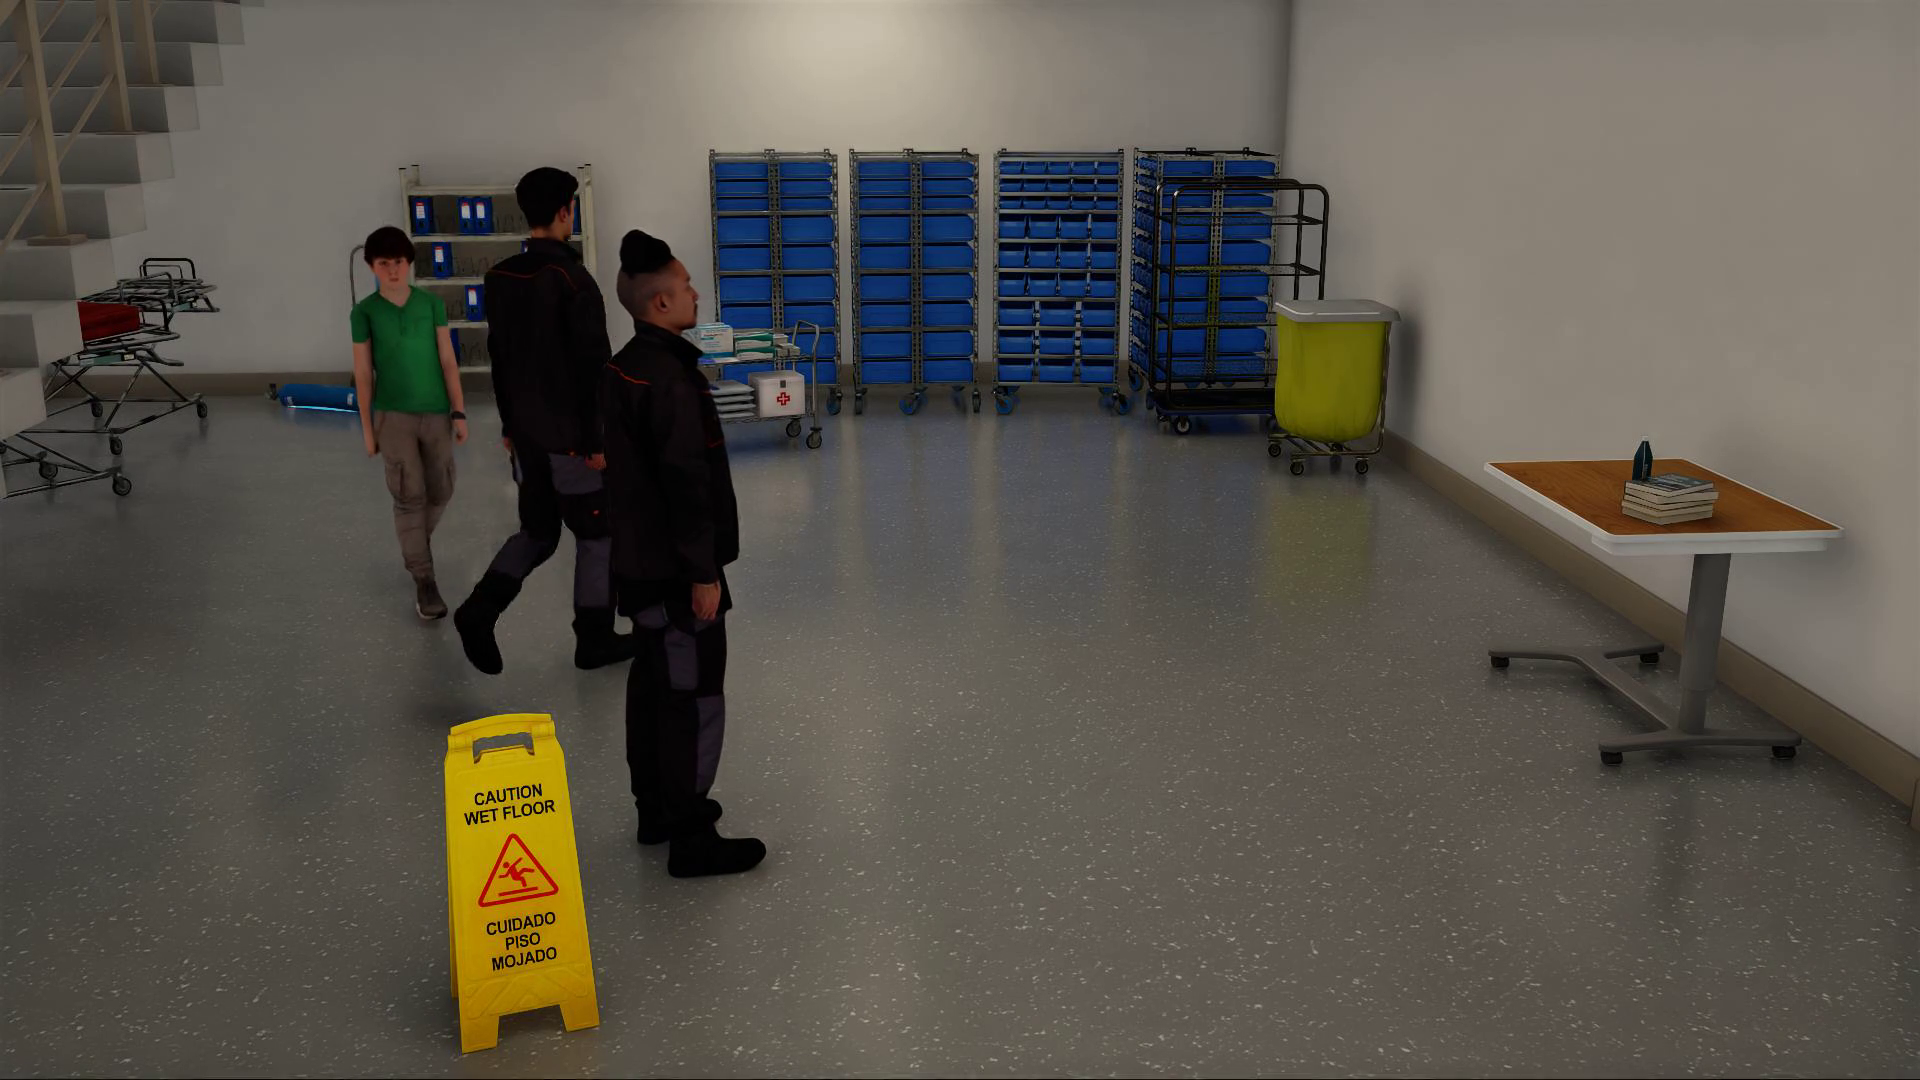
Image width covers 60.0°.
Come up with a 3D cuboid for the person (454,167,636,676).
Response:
[{"bbox_3d":[-1.562,-0.388,6.183,1.074,1.923,1.189,10,18,31],"label":"person"}]

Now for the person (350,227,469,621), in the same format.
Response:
[{"bbox_3d":[-2.381,-0.524,7.212,0.896,1.628,1.143,-10,18,-30],"label":"person"}]

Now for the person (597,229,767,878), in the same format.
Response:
[{"bbox_3d":[-0.842,0.036,4.798,0.897,1.860,0.696,-7,17,-25],"label":"person"}]
